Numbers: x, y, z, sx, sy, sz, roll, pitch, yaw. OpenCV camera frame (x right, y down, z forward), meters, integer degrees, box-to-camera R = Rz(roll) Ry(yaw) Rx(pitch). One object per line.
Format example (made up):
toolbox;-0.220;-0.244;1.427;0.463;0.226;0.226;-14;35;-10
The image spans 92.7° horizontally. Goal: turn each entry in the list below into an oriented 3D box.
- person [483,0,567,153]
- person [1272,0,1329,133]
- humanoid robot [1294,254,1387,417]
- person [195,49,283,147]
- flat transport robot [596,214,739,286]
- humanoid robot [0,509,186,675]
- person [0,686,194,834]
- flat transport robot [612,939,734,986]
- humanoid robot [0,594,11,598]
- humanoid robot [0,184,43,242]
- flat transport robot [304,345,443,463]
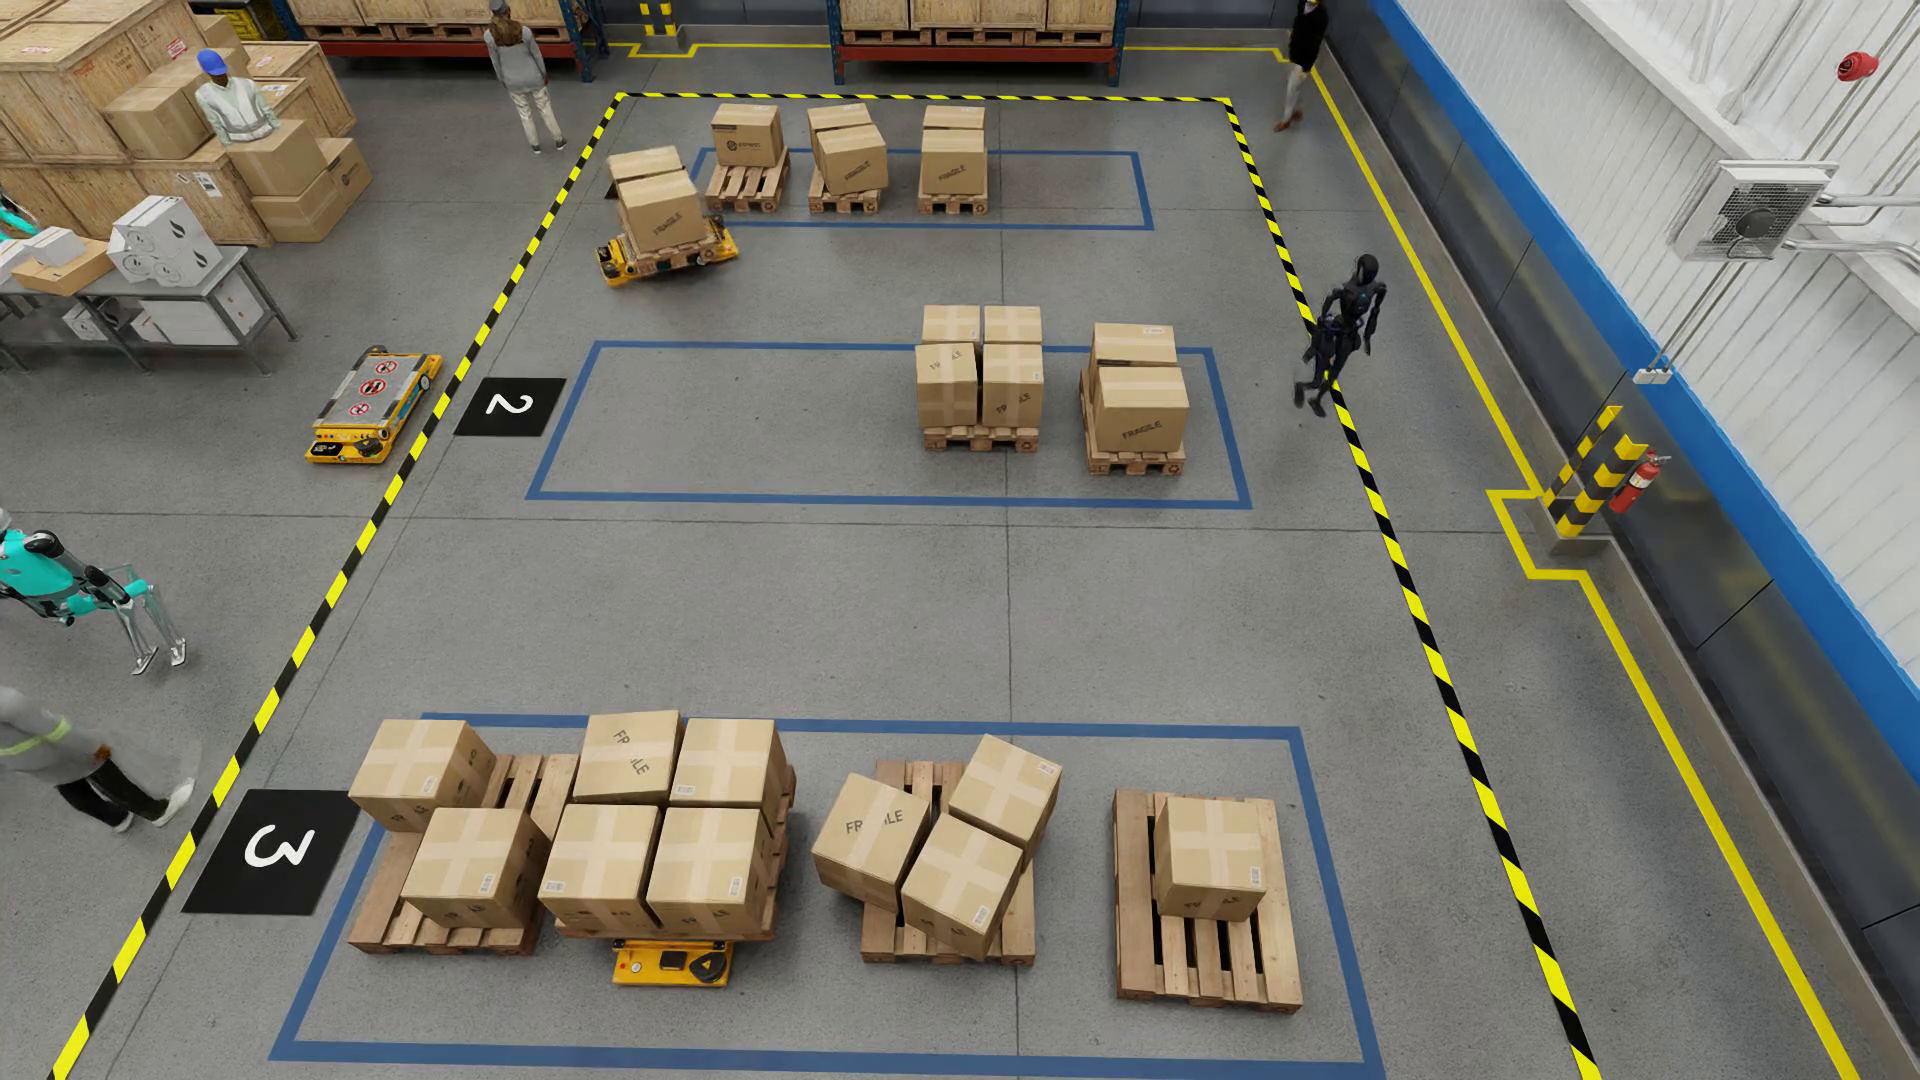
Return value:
person;-5.304;-5.617;11.138;0.572;1.764;0.402;-13;51;-11
person;4.322;-6.057;11.466;0.648;1.840;0.655;-11;51;-9
humanoid robot;3.288;-1.761;7.937;0.605;1.646;0.365;-9;50;-7
person;-7.589;-4.285;9.903;0.606;1.939;0.411;-33;57;-25
flat transport robot;-3.225;-3.205;10.060;1.431;0.197;0.652;-18;52;-15
humanoid robot;-5.811;0.253;6.105;0.533;1.674;0.735;-11;51;-10
person;-5.316;1.172;5.338;0.596;1.850;0.395;-1;50;-1
flat transport robot;-1.659;1.971;5.681;0.652;0.197;1.431;1;50;1
humanoid robot;-7.532;-0.098;6.528;0.342;1.651;0.596;8;50;7
humanoid robot;-9.612;-3.233;9.131;1.002;1.724;0.553;19;52;15
flat transport robot;-5.383;-1.269;8.441;0.659;0.231;1.431;1;50;1
